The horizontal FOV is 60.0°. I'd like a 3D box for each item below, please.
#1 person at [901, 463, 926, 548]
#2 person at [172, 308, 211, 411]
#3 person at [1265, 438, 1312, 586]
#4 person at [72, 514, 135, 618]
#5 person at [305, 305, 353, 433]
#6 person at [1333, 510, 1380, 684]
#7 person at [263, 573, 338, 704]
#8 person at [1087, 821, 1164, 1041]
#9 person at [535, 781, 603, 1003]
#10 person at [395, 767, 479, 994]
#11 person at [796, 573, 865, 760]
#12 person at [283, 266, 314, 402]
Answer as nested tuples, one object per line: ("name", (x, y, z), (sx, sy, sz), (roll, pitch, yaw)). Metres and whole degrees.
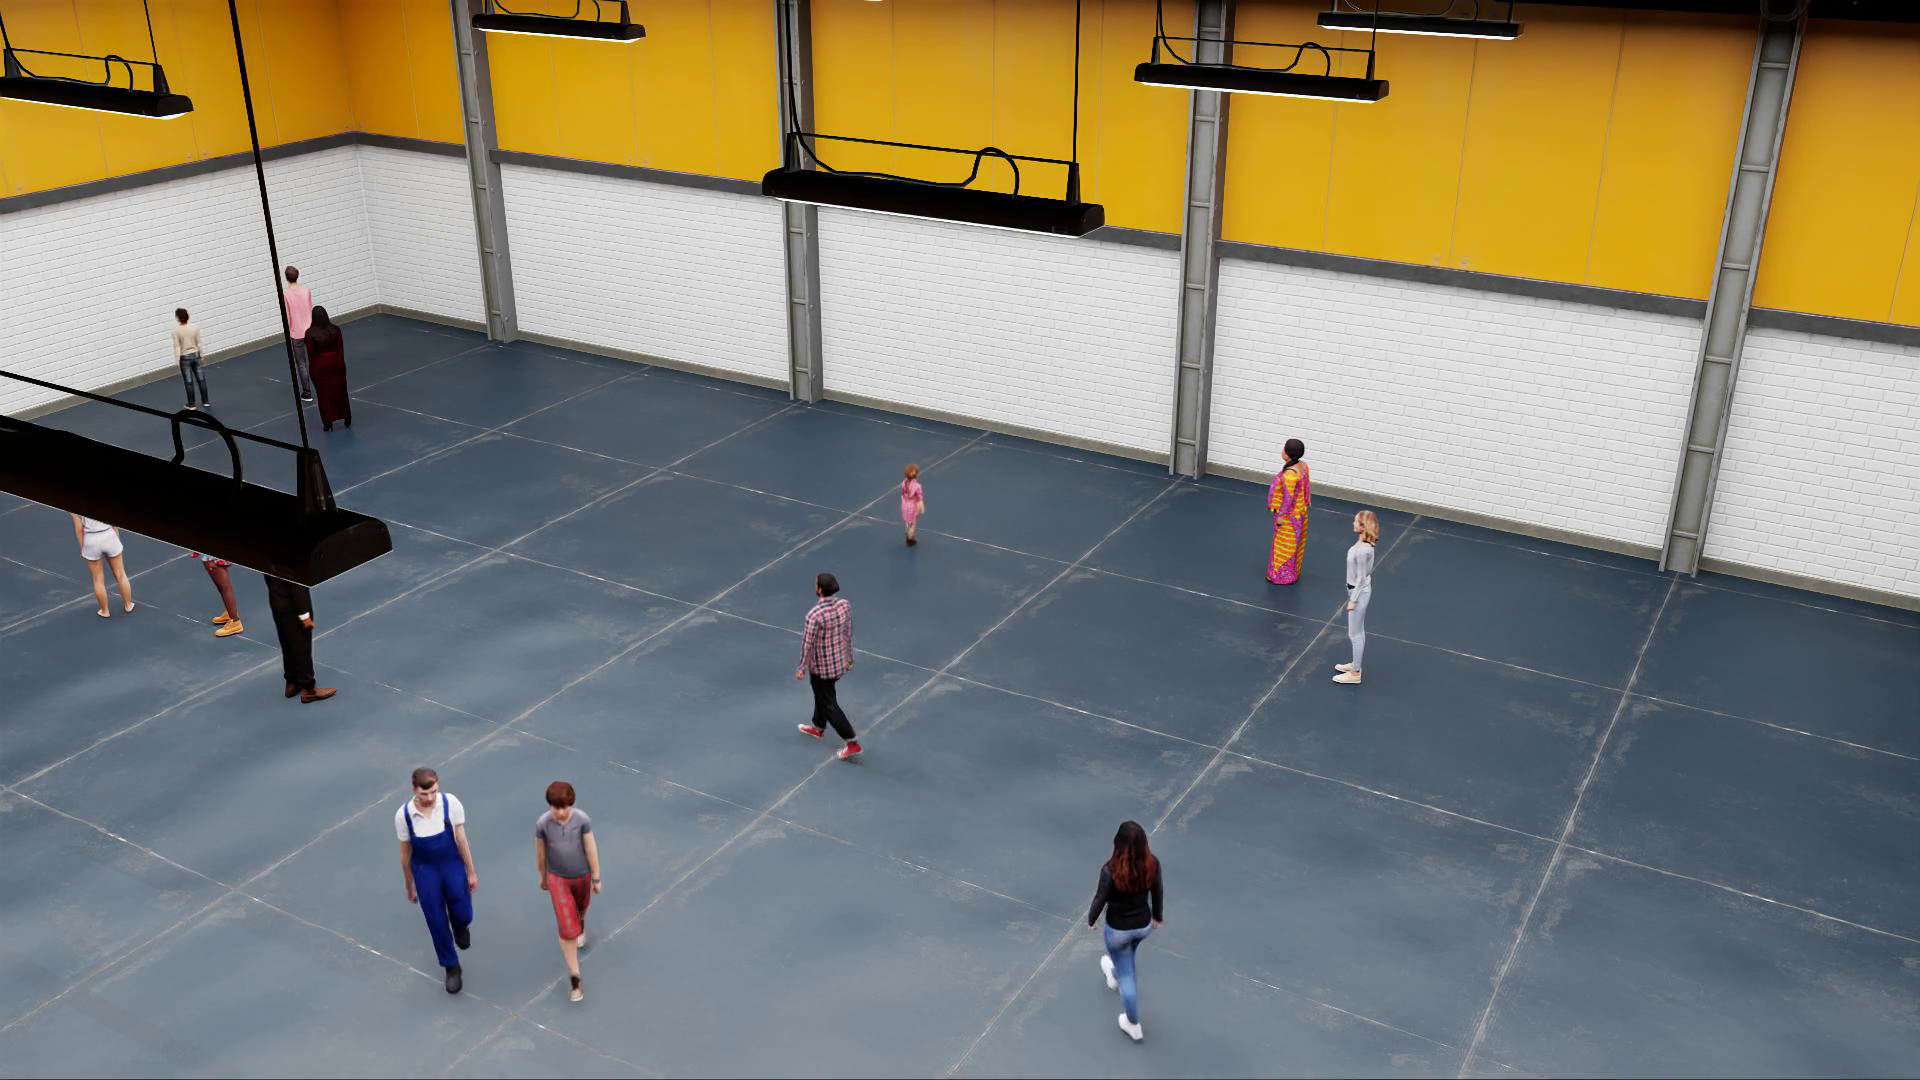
("person", (-0.589, -0.391, 19.222), (0.384, 1.014, 0.492), (14, 27, 28))
("person", (-10.977, -2.585, 23.683), (0.590, 1.461, 0.567), (-21, 31, -40))
("person", (3.601, -0.352, 18.293), (0.664, 1.686, 0.657), (11, 26, 23))
("person", (-9.038, 0.043, 17.492), (0.648, 1.605, 0.671), (-16, 28, -32))
("person", (-8.665, -2.360, 22.798), (0.741, 1.757, 0.715), (-19, 30, -37))
("person", (3.859, 0.542, 16.111), (0.573, 1.796, 0.629), (8, 25, 17))
("person", (-6.360, 0.628, 15.780), (0.635, 1.904, 0.808), (20, 30, 38))
("person", (1.190, 2.701, 11.411), (1.009, 1.605, 1.123), (-10, 25, -21))
("person", (-2.831, 2.404, 12.086), (1.130, 1.608, 1.180), (-5, 24, -12))
("person", (-3.741, 2.350, 11.934), (0.922, 1.829, 1.000), (-9, 25, -19))
("person", (-1.134, 1.134, 14.816), (1.098, 1.750, 0.746), (15, 28, 31))
("person", (-9.480, -2.983, 23.973), (0.635, 1.958, 0.686), (21, 31, 39))
